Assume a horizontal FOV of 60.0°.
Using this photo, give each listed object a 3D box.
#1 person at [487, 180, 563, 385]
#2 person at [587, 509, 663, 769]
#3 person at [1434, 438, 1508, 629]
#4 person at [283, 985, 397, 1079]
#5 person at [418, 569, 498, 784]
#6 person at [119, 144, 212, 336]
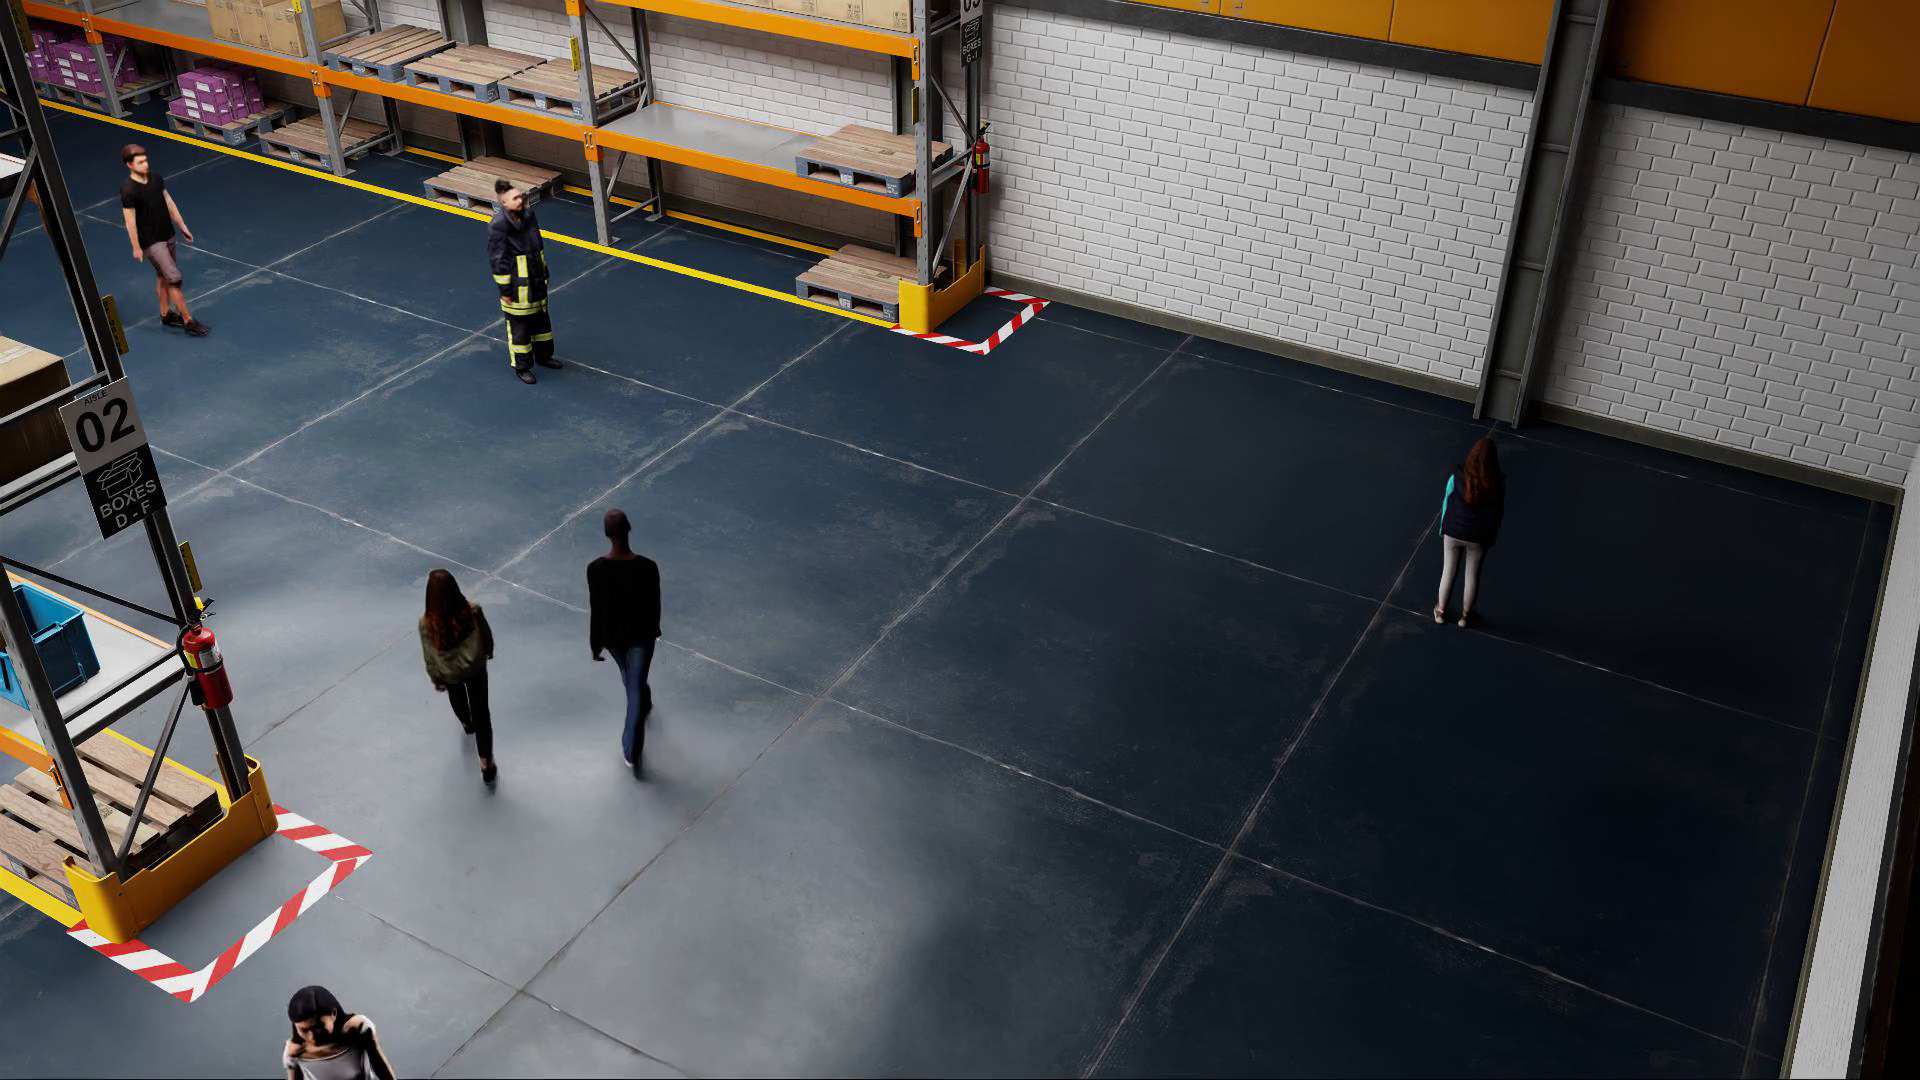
[{"bbox_3d":[-3.929,-2.352,14.915,0.683,1.861,0.752,20,39,27],"label":"person"},{"bbox_3d":[-2.093,0.682,10.502,1.093,1.693,1.054,-4,34,-5],"label":"person"},{"bbox_3d":[3.601,-0.054,11.783,0.537,1.500,0.651,14,36,20],"label":"person"},{"bbox_3d":[-2.766,2.595,7.566,0.804,1.757,0.865,-13,36,-19],"label":"person"},{"bbox_3d":[-3.110,0.863,10.458,1.005,1.440,1.071,-10,35,-14],"label":"person"},{"bbox_3d":[-7.645,-2.849,15.682,0.989,1.839,0.823,6,34,9],"label":"person"}]
